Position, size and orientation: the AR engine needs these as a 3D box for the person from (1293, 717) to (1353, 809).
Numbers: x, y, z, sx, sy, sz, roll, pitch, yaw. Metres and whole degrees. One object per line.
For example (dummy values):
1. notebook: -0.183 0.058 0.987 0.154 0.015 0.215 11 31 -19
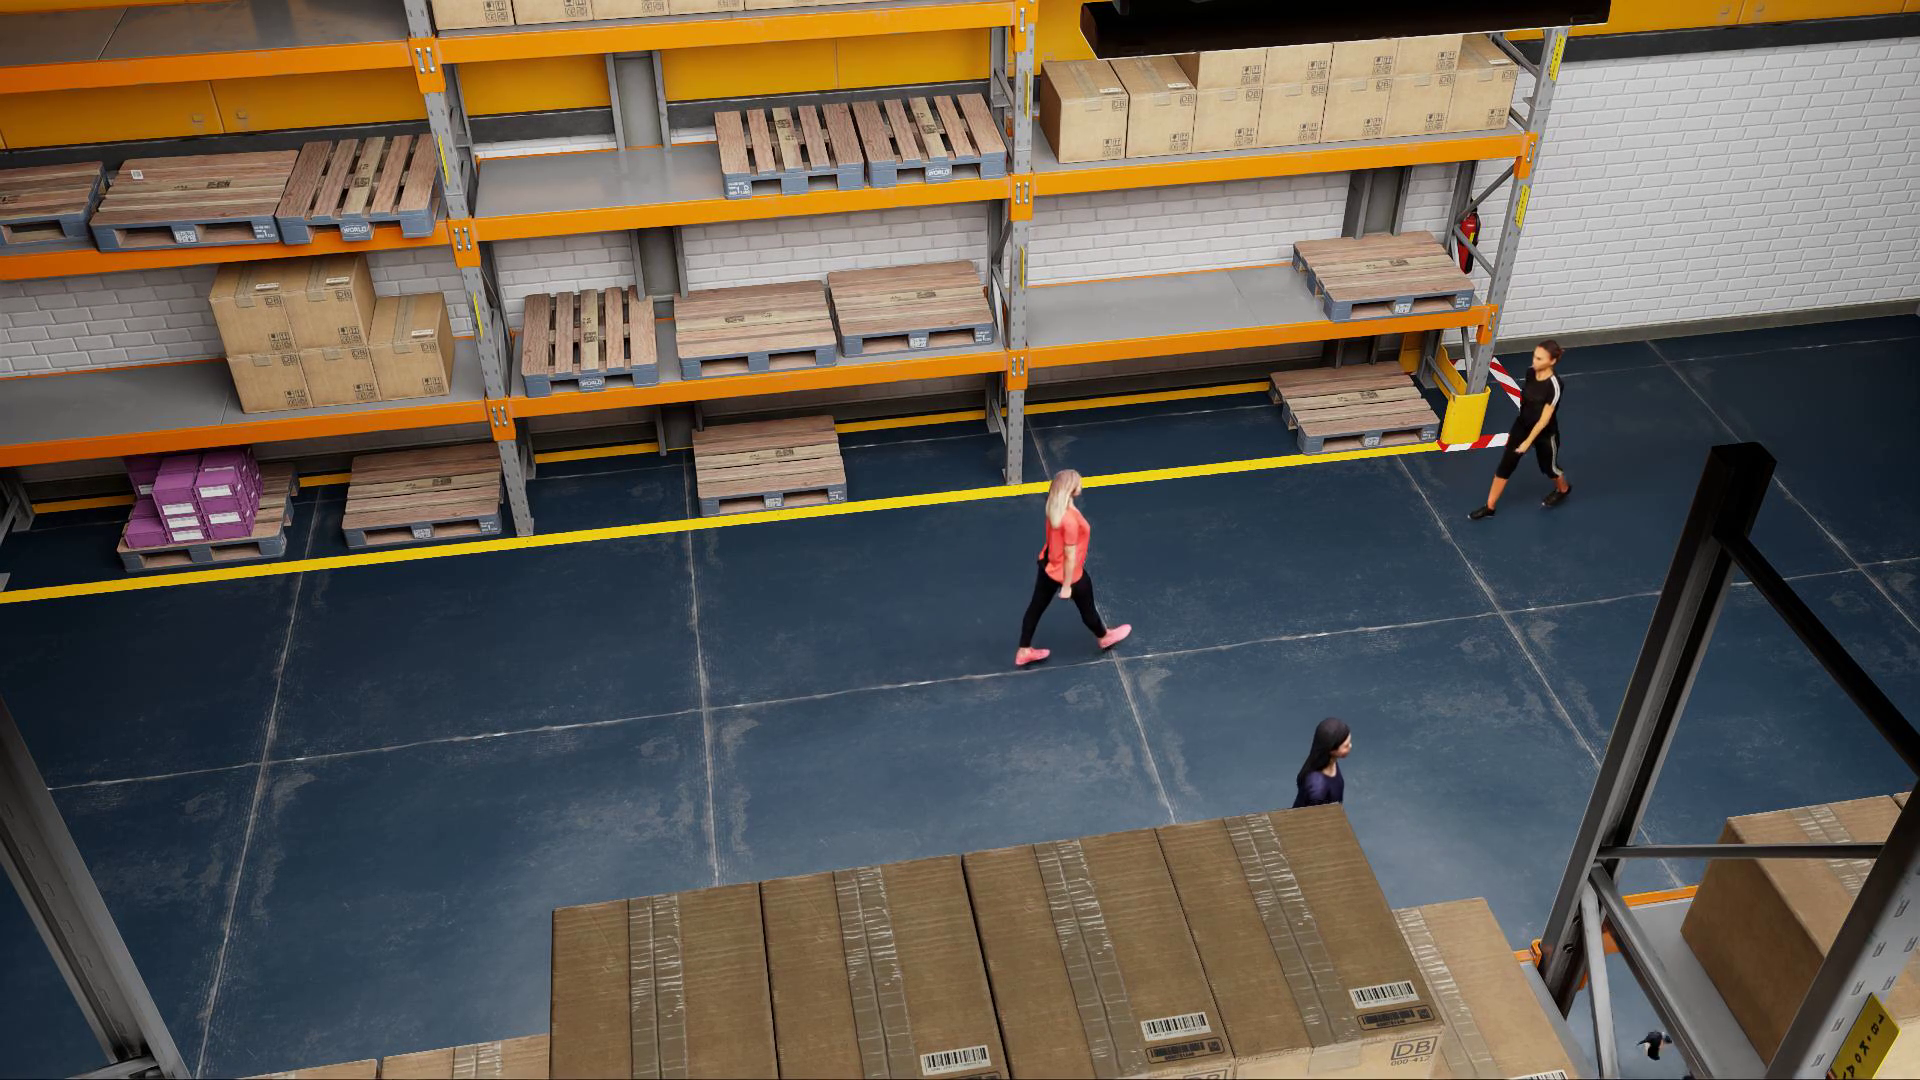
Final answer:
1. person: 1.993 1.704 9.774 1.028 1.714 0.891 13 40 16

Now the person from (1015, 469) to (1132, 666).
1. person: 0.621 0.239 11.662 1.150 1.649 0.771 -14 41 -17

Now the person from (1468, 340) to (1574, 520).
1. person: 4.600 -0.854 13.049 1.206 1.625 0.770 -14 41 -17
